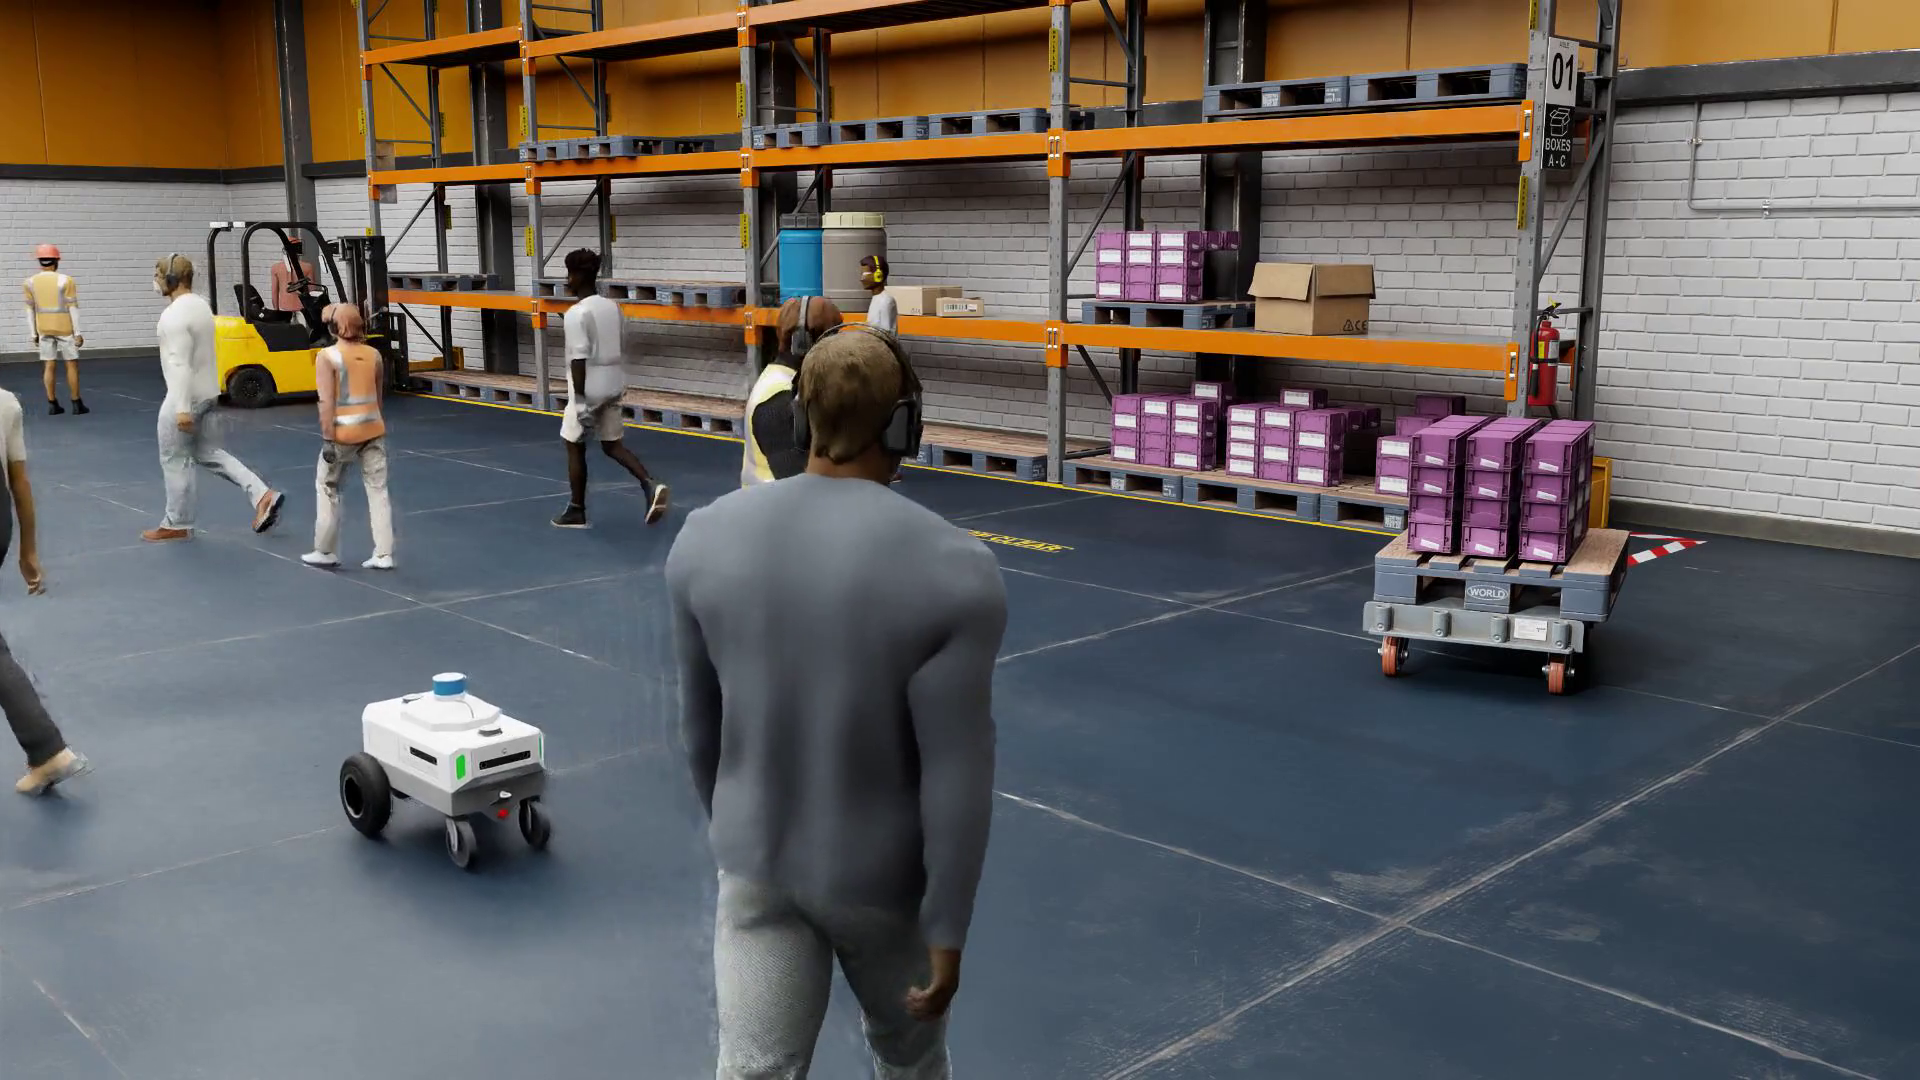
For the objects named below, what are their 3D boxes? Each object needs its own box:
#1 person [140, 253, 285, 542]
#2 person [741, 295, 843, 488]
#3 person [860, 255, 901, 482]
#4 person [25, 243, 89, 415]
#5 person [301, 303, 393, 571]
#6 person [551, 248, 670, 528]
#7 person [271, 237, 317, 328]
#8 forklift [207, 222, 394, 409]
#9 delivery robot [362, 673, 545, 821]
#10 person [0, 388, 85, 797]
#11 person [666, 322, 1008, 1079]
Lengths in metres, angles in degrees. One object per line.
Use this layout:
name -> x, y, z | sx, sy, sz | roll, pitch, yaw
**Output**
person -> -5.002, -0.930, 10.982 | 0.846, 1.914, 0.639 | -1, 10, -6
person -> -0.487, 0.001, 6.196 | 0.946, 1.797, 0.661 | 1, 10, 7
person -> -0.651, -1.396, 13.659 | 0.321, 1.860, 0.527 | -2, 11, -9
person -> -10.185, -2.365, 18.755 | 0.555, 1.929, 0.377 | -1, 10, -5
person -> -3.738, -0.620, 10.071 | 0.718, 1.609, 0.550 | 6, 12, 28
person -> -2.448, -1.020, 11.383 | 0.819, 1.946, 0.609 | 5, 12, 26
person -> -9.542, -3.341, 23.895 | 0.617, 1.990, 0.393 | -2, 11, -10
forklift -> -8.169, -2.758, 20.163 | 2.313, 2.155, 1.214 | -10, 14, -44
delivery robot -> -1.703, 0.690, 5.579 | 0.477, 0.478, 0.707 | -10, 15, -44
person -> -3.614, 0.034, 6.072 | 1.004, 1.798, 0.527 | 4, 11, 22
person -> -0.227, 0.574, 2.890 | 0.636, 1.889, 1.012 | 3, 11, 15
